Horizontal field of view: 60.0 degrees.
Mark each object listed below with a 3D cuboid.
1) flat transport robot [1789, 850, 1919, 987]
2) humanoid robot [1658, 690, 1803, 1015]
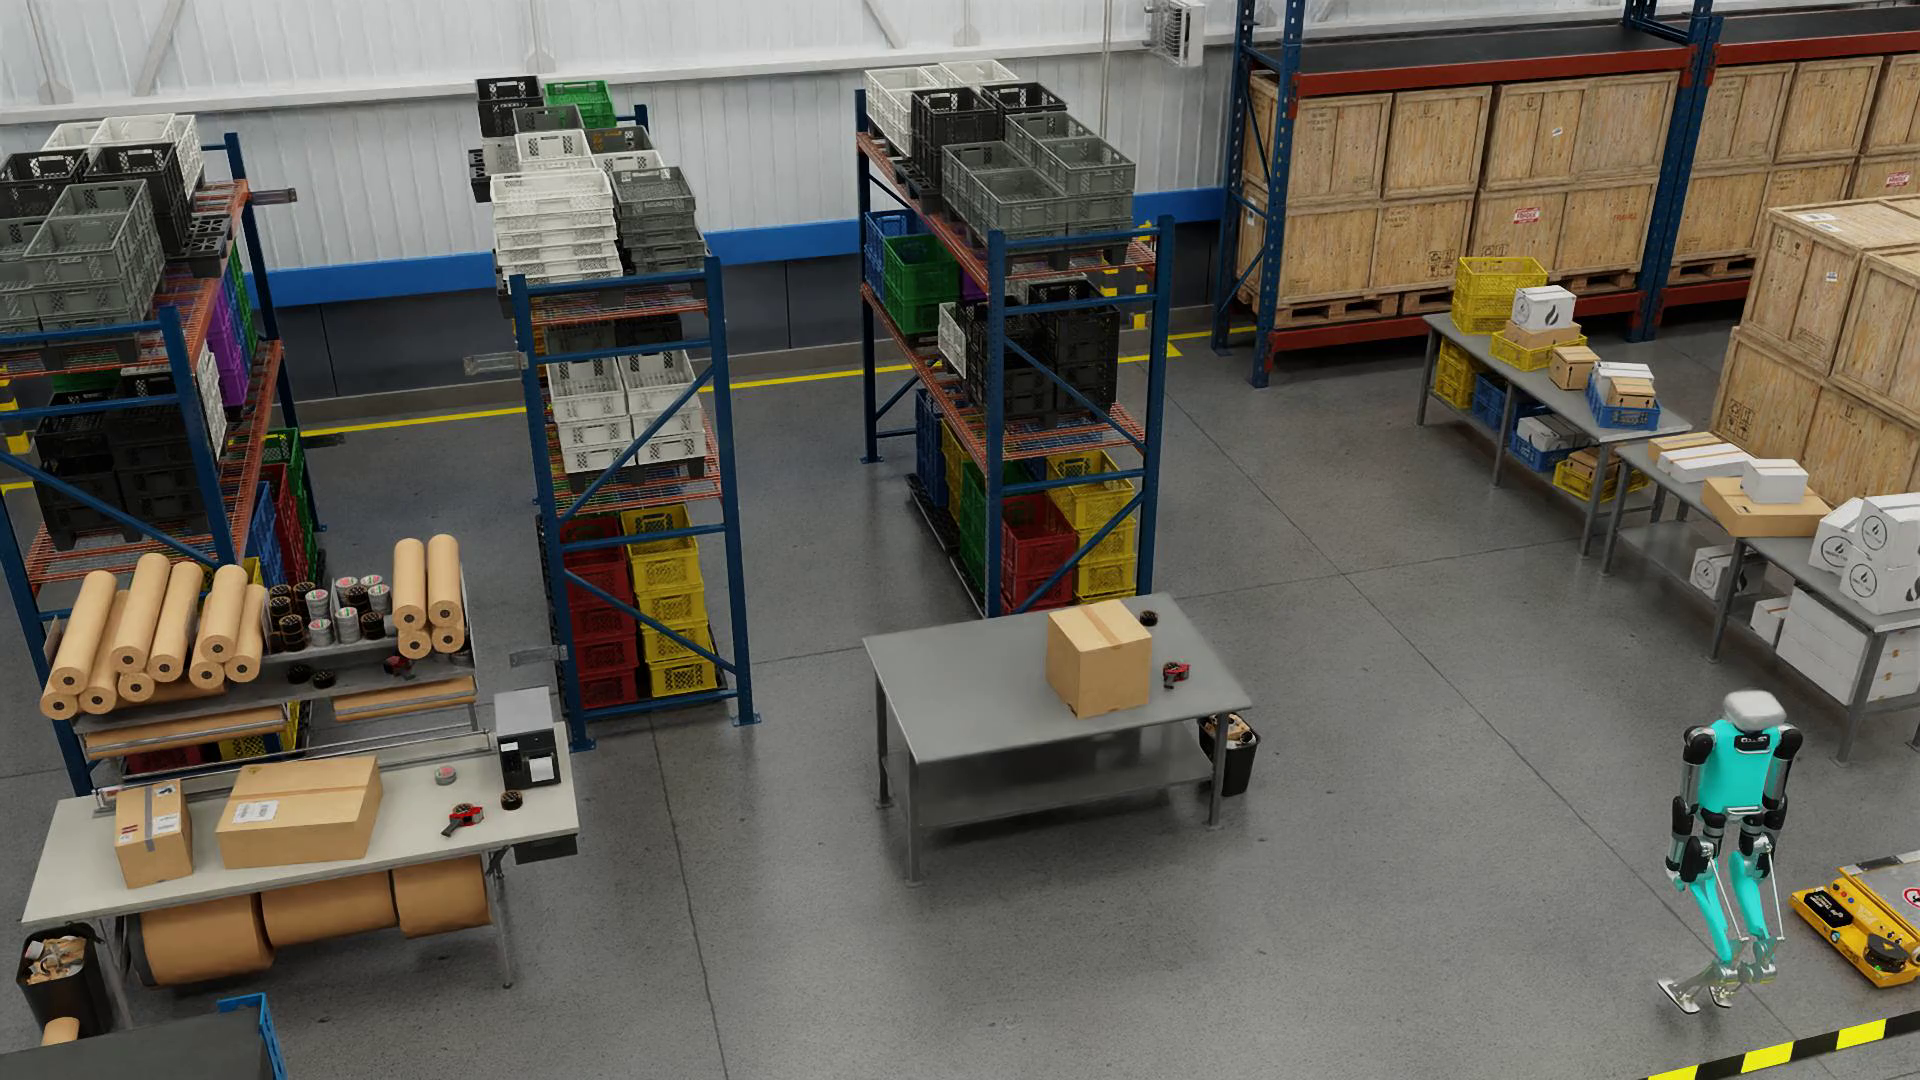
[{"bbox_3d":[5.163,1.916,8.676,1.431,0.231,0.659,-8,30,-14],"label":"flat transport robot"},{"bbox_3d":[3.606,1.549,7.683,0.533,1.673,0.735,-2,29,-4],"label":"humanoid robot"}]
